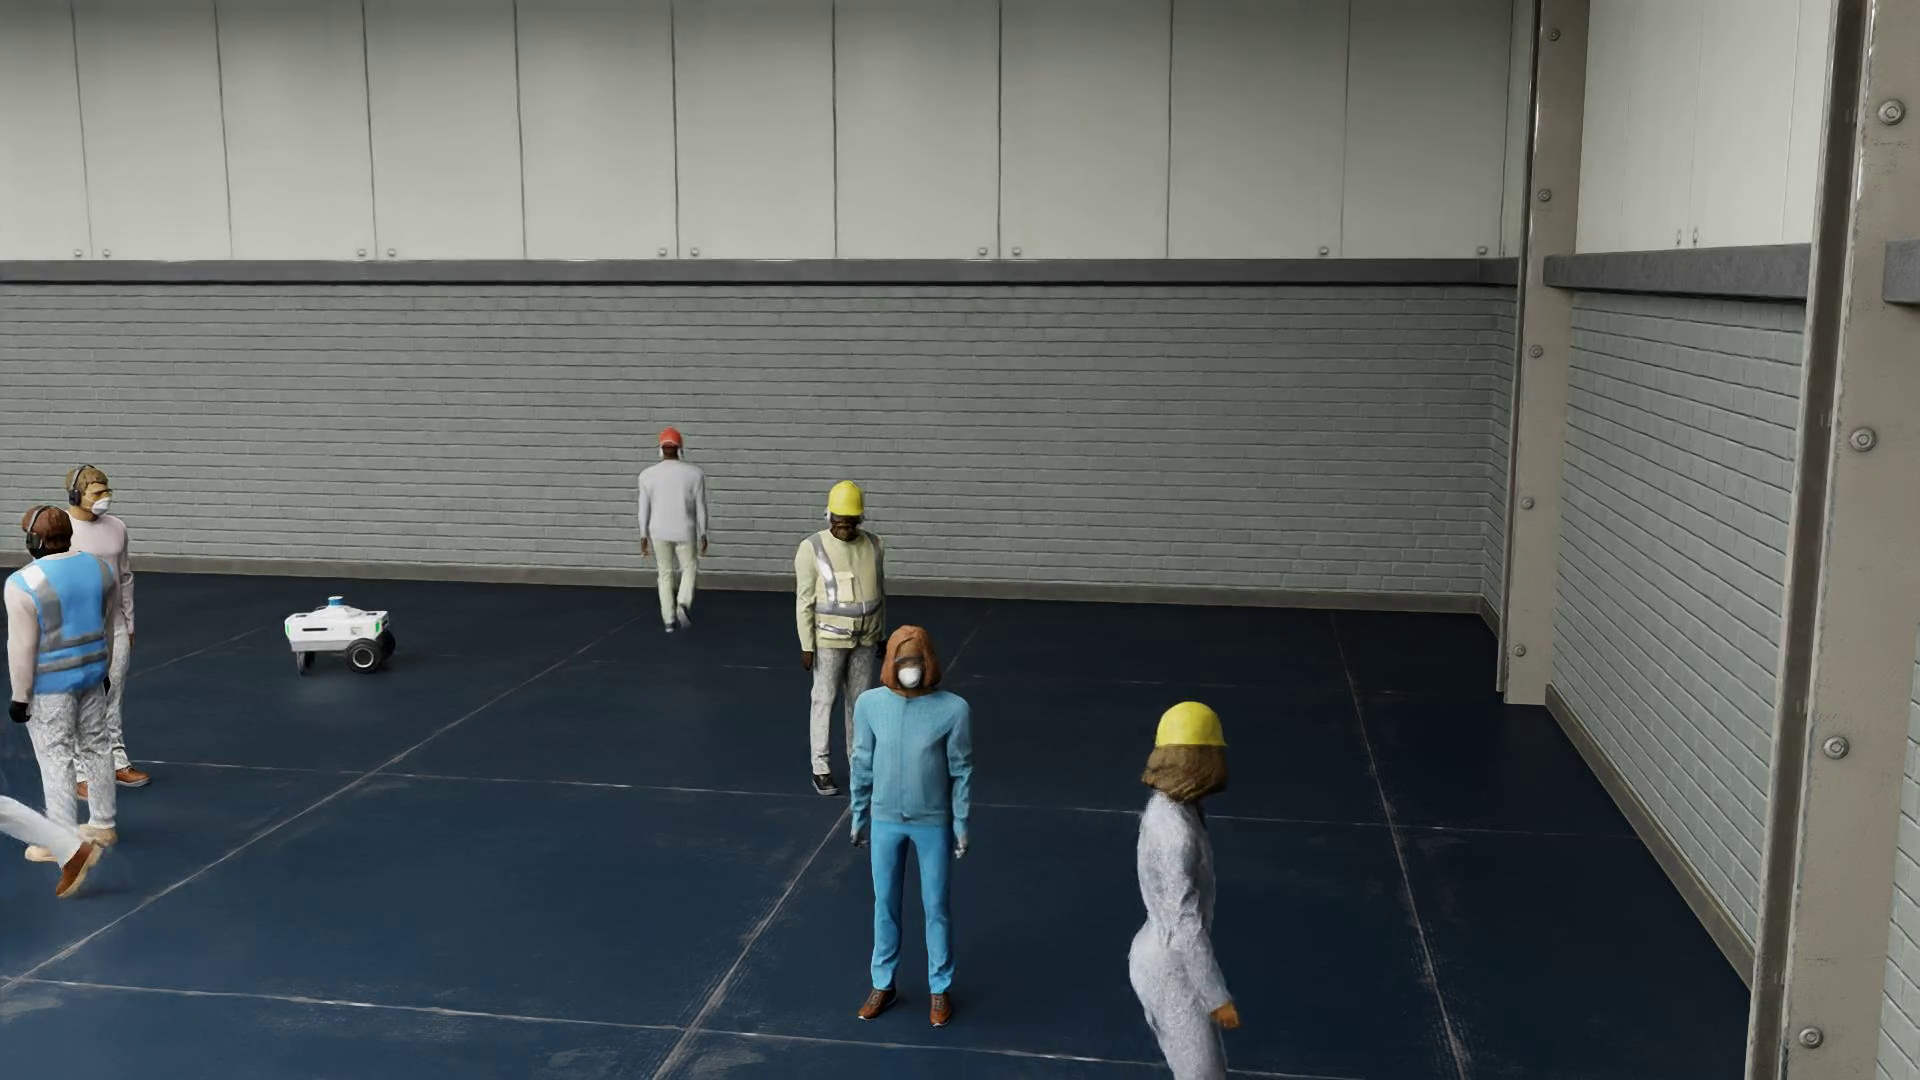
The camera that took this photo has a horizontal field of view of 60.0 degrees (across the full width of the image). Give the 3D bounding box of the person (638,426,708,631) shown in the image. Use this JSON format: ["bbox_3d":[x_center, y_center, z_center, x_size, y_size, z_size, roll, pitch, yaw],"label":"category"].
[{"bbox_3d":[-2.403,-0.082,13.907,0.589,1.731,0.409,-1,9,-5],"label":"person"}]

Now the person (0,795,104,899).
[{"bbox_3d":[-4.548,0.888,7.660,0.941,1.846,0.587,-6,11,-31],"label":"person"}]

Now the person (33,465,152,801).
[{"bbox_3d":[-5.007,0.527,9.597,0.374,1.933,0.625,3,10,17],"label":"person"}]

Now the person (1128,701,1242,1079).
[{"bbox_3d":[0.703,1.353,5.169,0.362,1.702,0.514,1,9,8],"label":"person"}]

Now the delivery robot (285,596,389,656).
[{"bbox_3d":[-4.732,0.671,12.638,0.707,0.478,0.477,-1,9,-6],"label":"delivery robot"}]

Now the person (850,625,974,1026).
[{"bbox_3d":[-0.199,1.142,6.704,0.507,1.633,0.280,2,9,12],"label":"person"}]

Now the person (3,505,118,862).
[{"bbox_3d":[-4.646,0.734,8.586,0.429,1.844,0.627,3,10,18],"label":"person"}]

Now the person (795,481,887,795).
[{"bbox_3d":[-0.666,0.560,9.694,0.600,1.825,0.404,-7,11,-35],"label":"person"}]
